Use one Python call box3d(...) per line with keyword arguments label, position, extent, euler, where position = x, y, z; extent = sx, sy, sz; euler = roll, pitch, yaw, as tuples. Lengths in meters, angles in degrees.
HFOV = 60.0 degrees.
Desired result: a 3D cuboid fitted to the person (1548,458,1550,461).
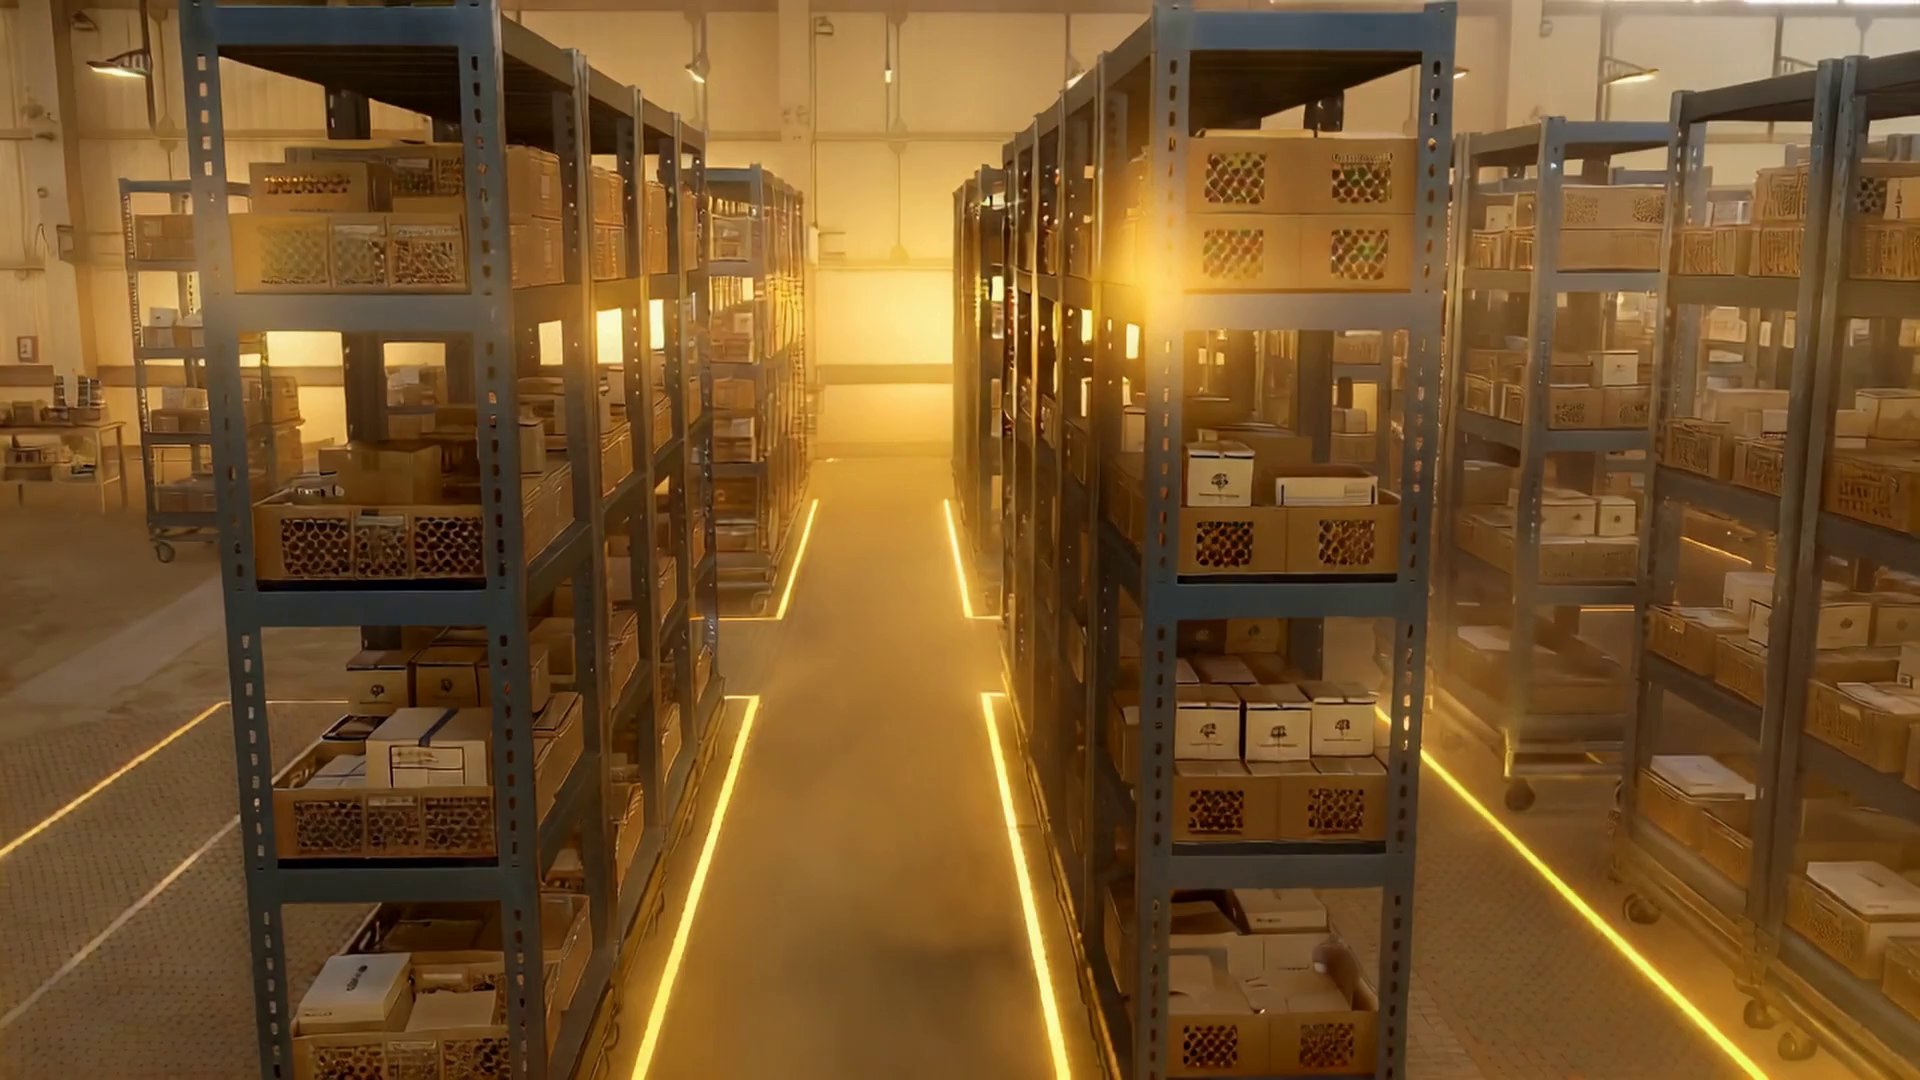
box3d(label="person", position=(7.640, -1.662, 21.356), extent=(1.003, 1.784, 0.582), euler=(-3, 10, -16))
